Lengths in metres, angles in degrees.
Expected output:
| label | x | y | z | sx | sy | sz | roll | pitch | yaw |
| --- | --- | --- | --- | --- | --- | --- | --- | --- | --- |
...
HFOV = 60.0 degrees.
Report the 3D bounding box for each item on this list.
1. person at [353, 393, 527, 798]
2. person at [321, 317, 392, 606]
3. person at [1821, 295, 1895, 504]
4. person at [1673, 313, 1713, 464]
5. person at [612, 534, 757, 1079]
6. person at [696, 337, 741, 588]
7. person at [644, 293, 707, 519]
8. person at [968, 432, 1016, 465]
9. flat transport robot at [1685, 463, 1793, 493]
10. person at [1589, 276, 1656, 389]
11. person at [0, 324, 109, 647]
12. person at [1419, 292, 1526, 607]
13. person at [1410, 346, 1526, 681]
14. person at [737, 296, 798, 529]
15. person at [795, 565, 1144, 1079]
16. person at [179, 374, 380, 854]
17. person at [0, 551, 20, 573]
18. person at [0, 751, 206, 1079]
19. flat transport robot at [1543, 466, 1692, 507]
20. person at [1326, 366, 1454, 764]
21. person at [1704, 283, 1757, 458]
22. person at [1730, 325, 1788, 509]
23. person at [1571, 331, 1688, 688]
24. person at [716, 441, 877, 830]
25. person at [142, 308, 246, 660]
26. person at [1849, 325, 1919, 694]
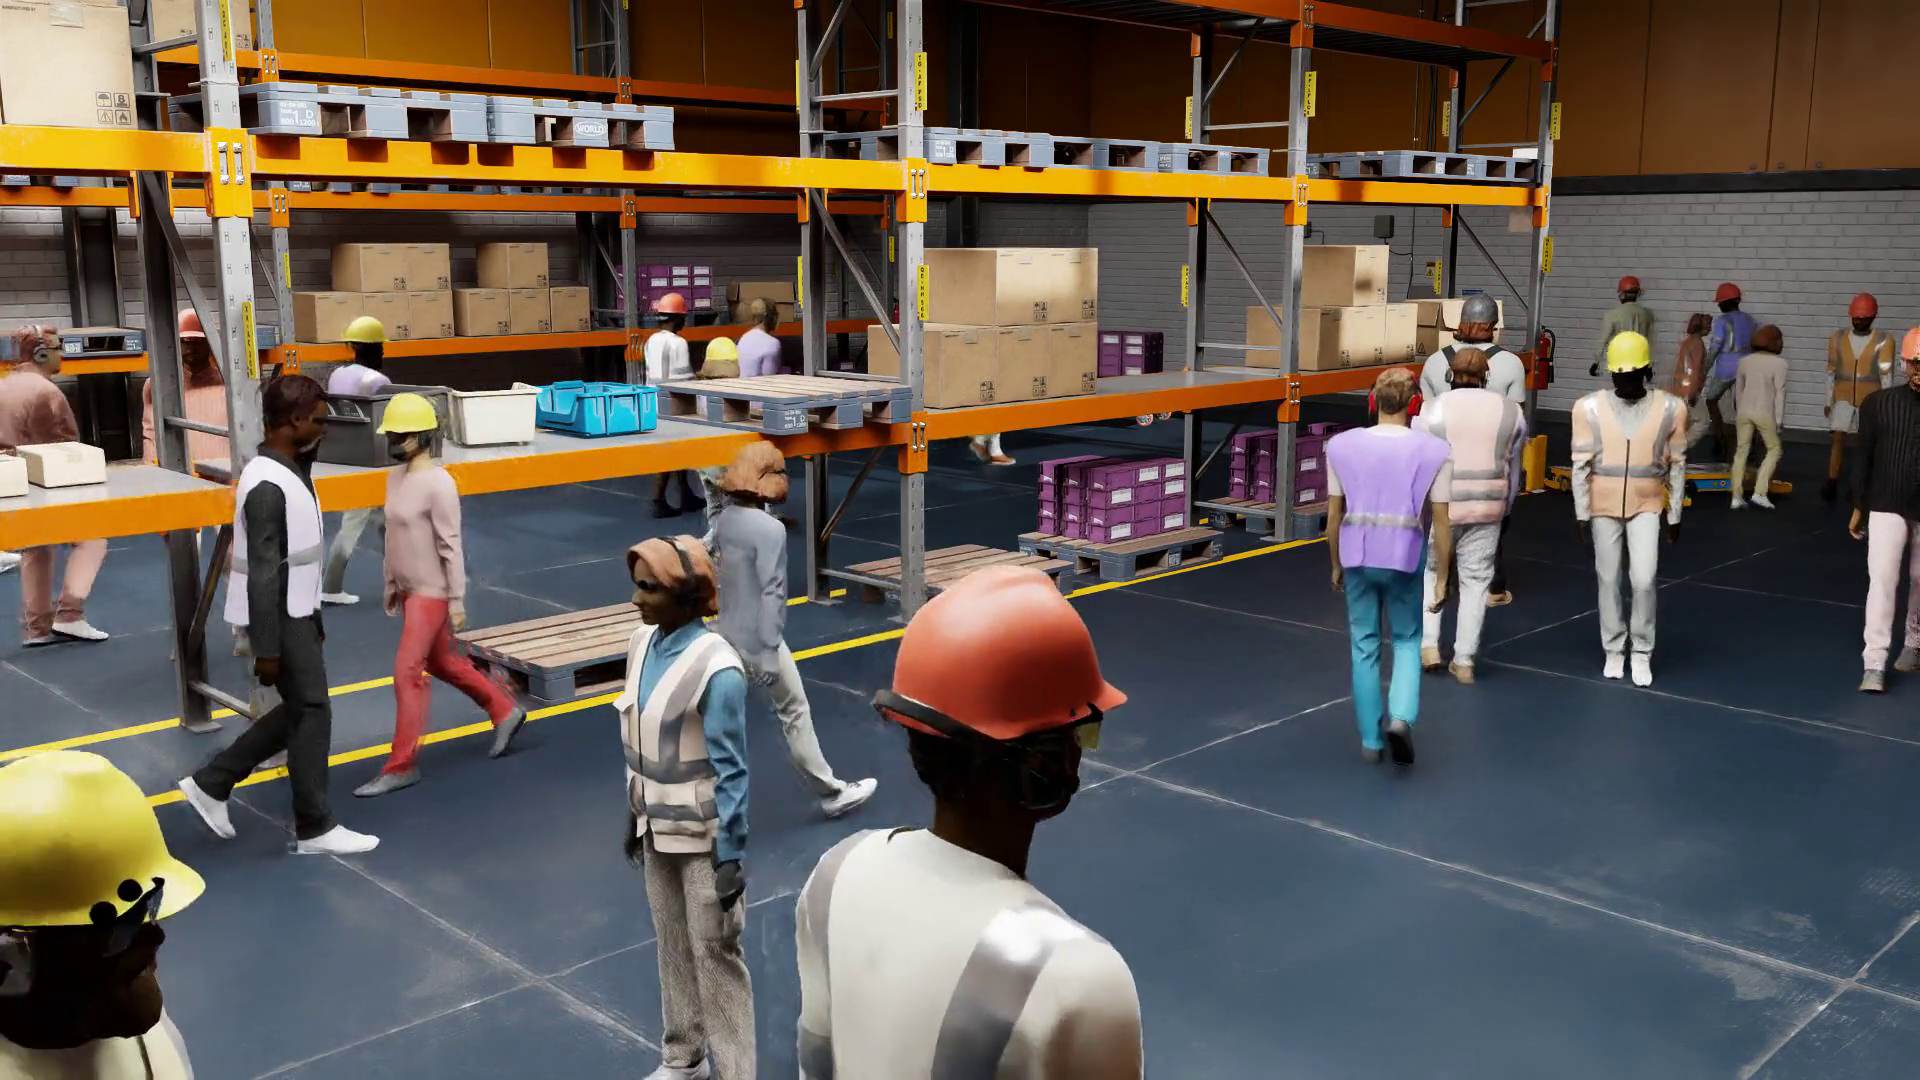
| label | x | y | z | sx | sy | sz | roll | pitch | yaw |
| --- | --- | --- | --- | --- | --- | --- | --- | --- | --- |
| person | -2.308 | 0.207 | 7.328 | 0.837 | 1.736 | 0.527 | -9 | 14 | -41 |
| person | -3.887 | -0.527 | 10.970 | 0.610 | 1.876 | 1.013 | 8 | 13 | 38 |
| person | 8.019 | -1.247 | 14.890 | 0.562 | 1.869 | 1.044 | 8 | 13 | 37 |
| person | 7.434 | -1.490 | 16.888 | 0.373 | 1.622 | 0.540 | 2 | 11 | 11 |
| person | -0.730 | 0.788 | 4.453 | 0.311 | 1.636 | 0.522 | -8 | 13 | -37 |
| person | -1.667 | -0.495 | 11.194 | 0.489 | 1.733 | 0.552 | 9 | 14 | 40 |
| person | -2.372 | -1.146 | 14.264 | 0.786 | 1.911 | 0.550 | -8 | 13 | -36 |
| person | 0.401 | -1.724 | 17.359 | 0.432 | 1.926 | 0.655 | 2 | 10 | 8 |
| flat transport robot | 6.969 | -0.578 | 15.624 | 1.431 | 0.197 | 0.652 | -1 | 11 | -8 |
| person | 7.483 | -2.006 | 18.869 | 0.618 | 1.933 | 1.037 | -3 | 11 | -16 |
| person | -5.285 | -0.312 | 9.748 | 0.677 | 1.887 | 0.538 | 10 | 14 | 42 |
| person | 3.366 | -0.591 | 10.866 | 0.684 | 2.000 | 0.538 | 7 | 13 | 34 |
| person | 2.726 | -0.146 | 9.080 | 0.620 | 1.815 | 0.540 | 1 | 10 | 6 |
| person | -1.660 | -0.997 | 13.402 | 0.714 | 1.924 | 0.633 | -6 | 12 | -29 |
| person | 0.041 | 1.028 | 2.187 | 1.067 | 1.995 | 0.607 | -6 | 12 | -31 |
| person | -2.643 | 0.314 | 6.351 | 0.631 | 1.887 | 0.605 | -3 | 11 | -15 |
| person | -7.067 | -0.595 | 11.511 | 0.996 | 1.816 | 0.502 | -9 | 14 | -40 |
| person | -0.997 | 1.140 | 2.055 | 0.678 | 1.805 | 0.596 | 0 | 10 | 2 |
| flat transport robot | 5.987 | -0.501 | 15.207 | 0.652 | 0.197 | 1.431 | -2 | 11 | -8 |
| person | 1.920 | 0.133 | 7.524 | 0.562 | 1.823 | 0.480 | 3 | 11 | 17 |
| person | 8.384 | -1.833 | 18.077 | 0.572 | 1.886 | 0.586 | -4 | 11 | -20 |
| person | 7.035 | -1.076 | 14.644 | 0.474 | 1.611 | 0.532 | -6 | 12 | -29 |
| person | 3.557 | -0.161 | 8.901 | 0.587 | 1.897 | 0.605 | 4 | 11 | 22 |
| person | -0.751 | 0.393 | 6.696 | 0.831 | 1.587 | 0.530 | -8 | 13 | -36 |
| person | -4.308 | -0.314 | 9.478 | 0.611 | 1.997 | 0.375 | -3 | 11 | -17 |
| person | 5.119 | -0.182 | 8.915 | 0.635 | 1.944 | 1.019 | 7 | 13 | 34 |
